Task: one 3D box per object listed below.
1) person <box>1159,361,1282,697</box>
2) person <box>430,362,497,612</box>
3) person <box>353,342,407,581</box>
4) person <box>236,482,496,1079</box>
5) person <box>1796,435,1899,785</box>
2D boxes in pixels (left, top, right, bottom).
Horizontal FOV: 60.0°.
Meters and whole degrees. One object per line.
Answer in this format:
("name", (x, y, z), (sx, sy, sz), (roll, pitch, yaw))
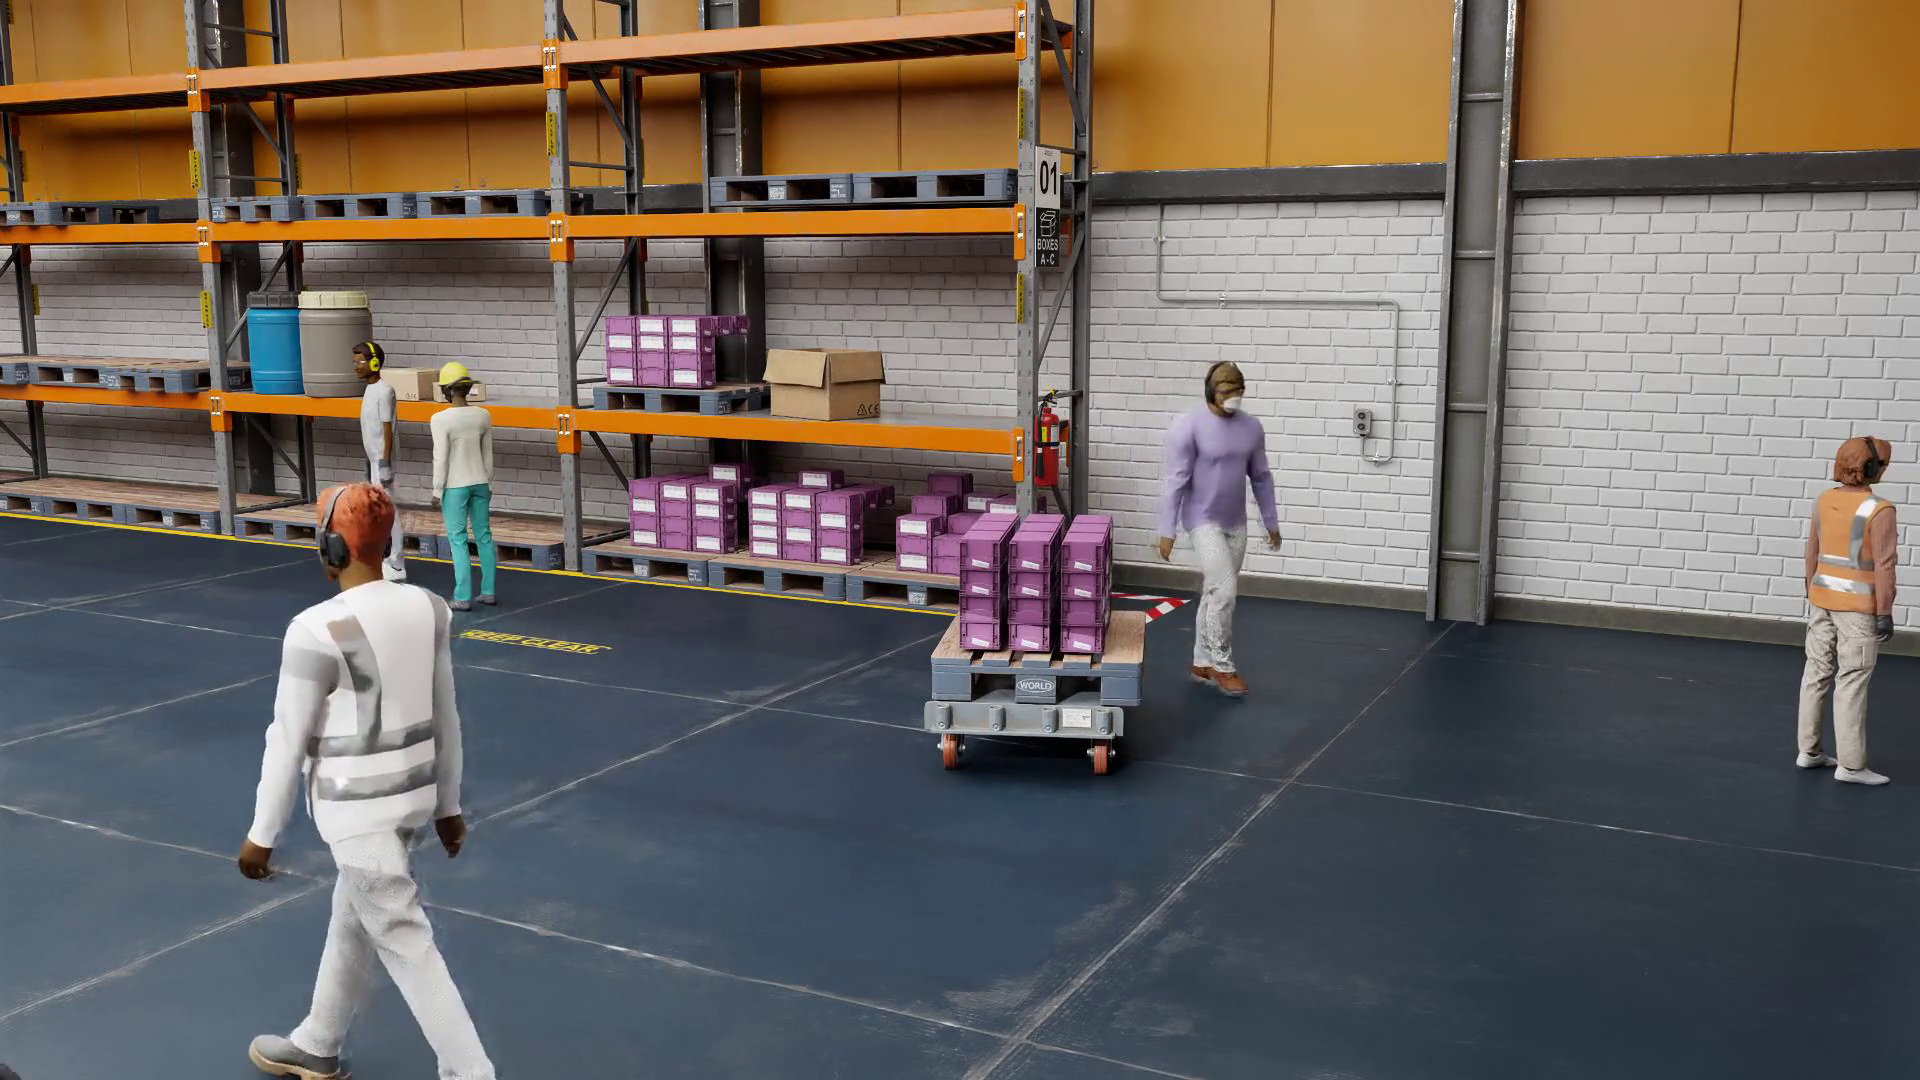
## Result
("person", (1.512, -0.057, 9.399), (0.767, 1.905, 0.692), (-6, 11, -34))
("person", (-3.541, -0.375, 11.810), (0.326, 1.765, 0.533), (6, 11, 32))
("person", (-4.522, -0.605, 12.940), (0.328, 1.862, 0.515), (-6, 11, -32))
("person", (-1.661, 0.750, 4.666), (0.989, 1.837, 0.577), (3, 10, 18))
("person", (4.196, 0.326, 7.864), (0.314, 1.642, 0.514), (-2, 9, -12))
